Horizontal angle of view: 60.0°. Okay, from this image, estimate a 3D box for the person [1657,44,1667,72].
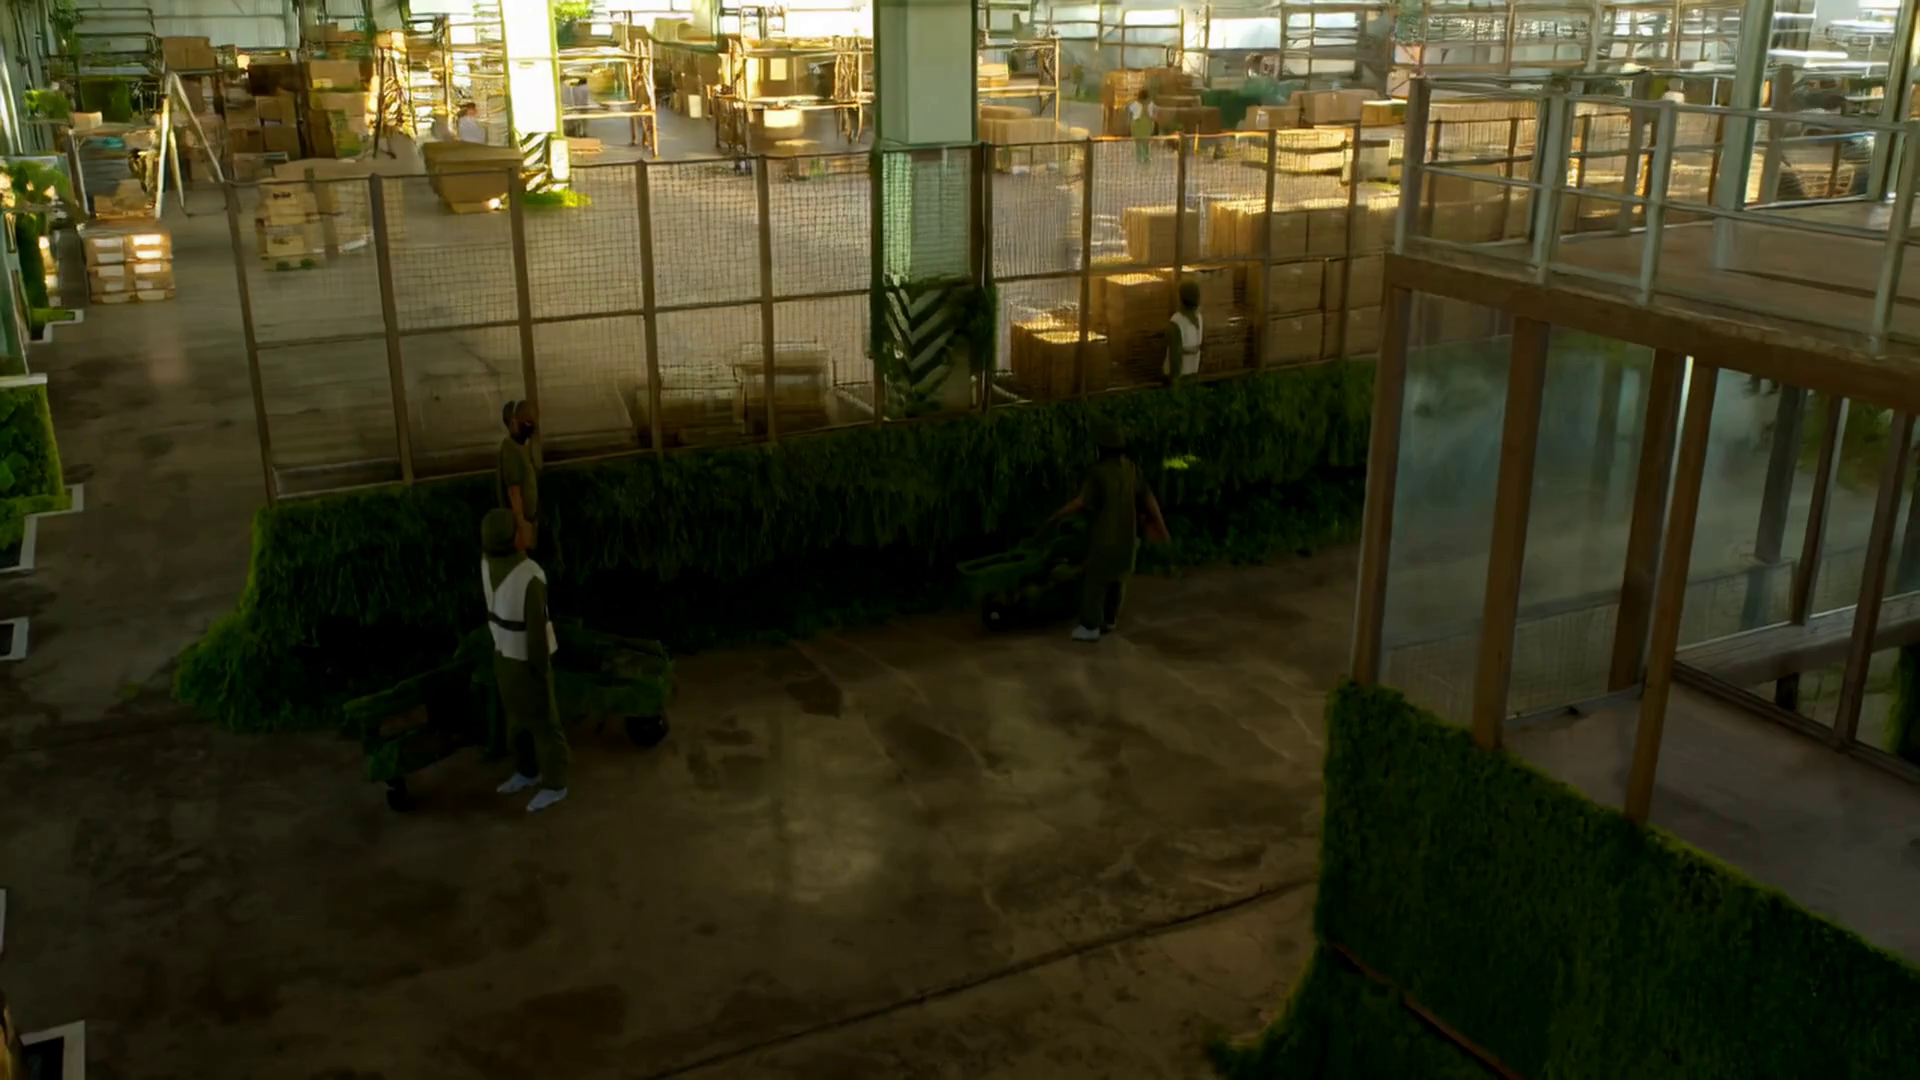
[{"bbox_3d":[31.267,-21.256,73.941,0.593,1.793,0.841,-7,20,-19],"label":"person"}]

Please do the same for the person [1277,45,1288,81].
[{"bbox_3d":[12.894,-18.839,66.705,0.375,1.935,0.551,-9,21,-23],"label":"person"}]

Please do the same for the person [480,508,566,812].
[{"bbox_3d":[-2.661,0.703,10.106,0.586,1.910,0.396,18,26,41],"label":"person"}]

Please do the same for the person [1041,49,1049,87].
[{"bbox_3d":[3.500,-19.558,69.157,0.319,1.692,0.533,12,22,31],"label":"person"}]

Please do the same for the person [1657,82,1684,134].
[{"bbox_3d":[19.844,-11.863,46.596,0.658,1.860,0.897,0,19,1],"label":"person"}]

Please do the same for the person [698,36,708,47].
[{"bbox_3d":[-11.687,-22.021,75.954,0.547,1.925,0.577,8,21,23],"label":"person"}]

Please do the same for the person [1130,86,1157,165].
[{"bbox_3d":[4.727,-10.686,42.914,0.710,2.000,0.668,1,19,4],"label":"person"}]

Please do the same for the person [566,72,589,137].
[{"bbox_3d":[-11.556,-13.198,50.372,0.650,1.923,0.555,-2,19,-6],"label":"person"}]

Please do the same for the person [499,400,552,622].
[{"bbox_3d":[-3.319,-0.150,12.641,0.311,1.864,0.533,-5,20,-14],"label":"person"}]

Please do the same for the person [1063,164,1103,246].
[{"bbox_3d":[2.055,-5.190,27.189,0.646,1.895,1.002,11,22,29],"label":"person"}]

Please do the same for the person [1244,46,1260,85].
[{"bbox_3d":[11.666,-18.755,66.477,0.650,1.926,0.502,16,24,38],"label":"person"}]

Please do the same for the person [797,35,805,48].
[{"bbox_3d":[-7.437,-22.564,77.579,0.990,1.884,0.632,17,25,40],"label":"person"}]

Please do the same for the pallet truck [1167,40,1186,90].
[{"bbox_3d":[9.045,-19.971,69.895,0.823,1.965,1.885,-3,19,-8],"label":"pallet truck"}]

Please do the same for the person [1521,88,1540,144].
[{"bbox_3d":[14.862,-10.697,43.073,0.659,1.963,0.455,5,20,15],"label":"person"}]

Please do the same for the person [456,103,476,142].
[{"bbox_3d":[-11.636,-9.351,39.283,0.918,1.890,0.596,10,21,27],"label":"person"}]

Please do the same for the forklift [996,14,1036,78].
[{"bbox_3d":[2.607,-22.853,76.918,1.873,2.768,1.129,1,19,2],"label":"forklift"}]

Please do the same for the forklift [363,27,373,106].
[{"bbox_3d":[-21.546,-17.465,61.298,1.873,2.768,1.129,-9,21,-25],"label":"forklift"}]

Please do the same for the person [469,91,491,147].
[{"bbox_3d":[-12.558,-10.783,43.499,0.429,1.843,0.627,15,24,37],"label":"person"}]

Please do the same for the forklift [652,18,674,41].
[{"bbox_3d":[-12.849,-21.249,72.267,1.873,2.768,1.129,14,24,36],"label":"forklift"}]

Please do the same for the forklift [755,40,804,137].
[{"bbox_3d":[-5.498,-13.714,50.425,1.129,2.768,1.873,-7,20,-18],"label":"forklift"}]

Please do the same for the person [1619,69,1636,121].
[{"bbox_3d":[22.277,-14.838,55.501,0.550,1.671,0.655,12,23,32],"label":"person"}]

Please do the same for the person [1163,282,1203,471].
[{"bbox_3d":[2.284,-1.685,17.003,0.390,1.922,0.591,11,22,29],"label":"person"}]

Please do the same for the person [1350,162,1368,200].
[{"bbox_3d":[6.551,-5.321,27.613,0.413,1.872,0.602,3,19,9],"label":"person"}]

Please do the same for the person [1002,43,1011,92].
[{"bbox_3d":[1.907,-19.106,67.395,0.399,1.989,0.622,7,20,20],"label":"person"}]

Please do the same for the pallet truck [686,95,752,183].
[{"bbox_3d":[-5.836,-9.608,39.856,0.823,1.965,1.885,10,22,27],"label":"pallet truck"}]

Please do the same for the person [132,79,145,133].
[{"bbox_3d":[-25.377,-13.402,51.412,0.521,1.632,0.314,5,20,15],"label":"person"}]

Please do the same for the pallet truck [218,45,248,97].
[{"bbox_3d":[-28.879,-18.665,66.111,0.823,1.965,1.885,-3,19,-9],"label":"pallet truck"}]

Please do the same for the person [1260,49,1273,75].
[{"bbox_3d":[12.796,-19.694,69.584,0.578,1.678,0.540,-8,21,-22],"label":"person"}]

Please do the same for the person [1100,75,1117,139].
[{"bbox_3d":[4.432,-12.943,49.736,0.530,1.857,0.324,14,23,35],"label":"person"}]

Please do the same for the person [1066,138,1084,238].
[{"bbox_3d":[2.231,-6.620,31.387,0.569,1.878,0.355,16,24,38],"label":"person"}]

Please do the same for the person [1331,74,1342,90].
[{"bbox_3d":[12.183,-14.280,53.956,0.315,1.629,0.508,-8,20,-21],"label":"person"}]
